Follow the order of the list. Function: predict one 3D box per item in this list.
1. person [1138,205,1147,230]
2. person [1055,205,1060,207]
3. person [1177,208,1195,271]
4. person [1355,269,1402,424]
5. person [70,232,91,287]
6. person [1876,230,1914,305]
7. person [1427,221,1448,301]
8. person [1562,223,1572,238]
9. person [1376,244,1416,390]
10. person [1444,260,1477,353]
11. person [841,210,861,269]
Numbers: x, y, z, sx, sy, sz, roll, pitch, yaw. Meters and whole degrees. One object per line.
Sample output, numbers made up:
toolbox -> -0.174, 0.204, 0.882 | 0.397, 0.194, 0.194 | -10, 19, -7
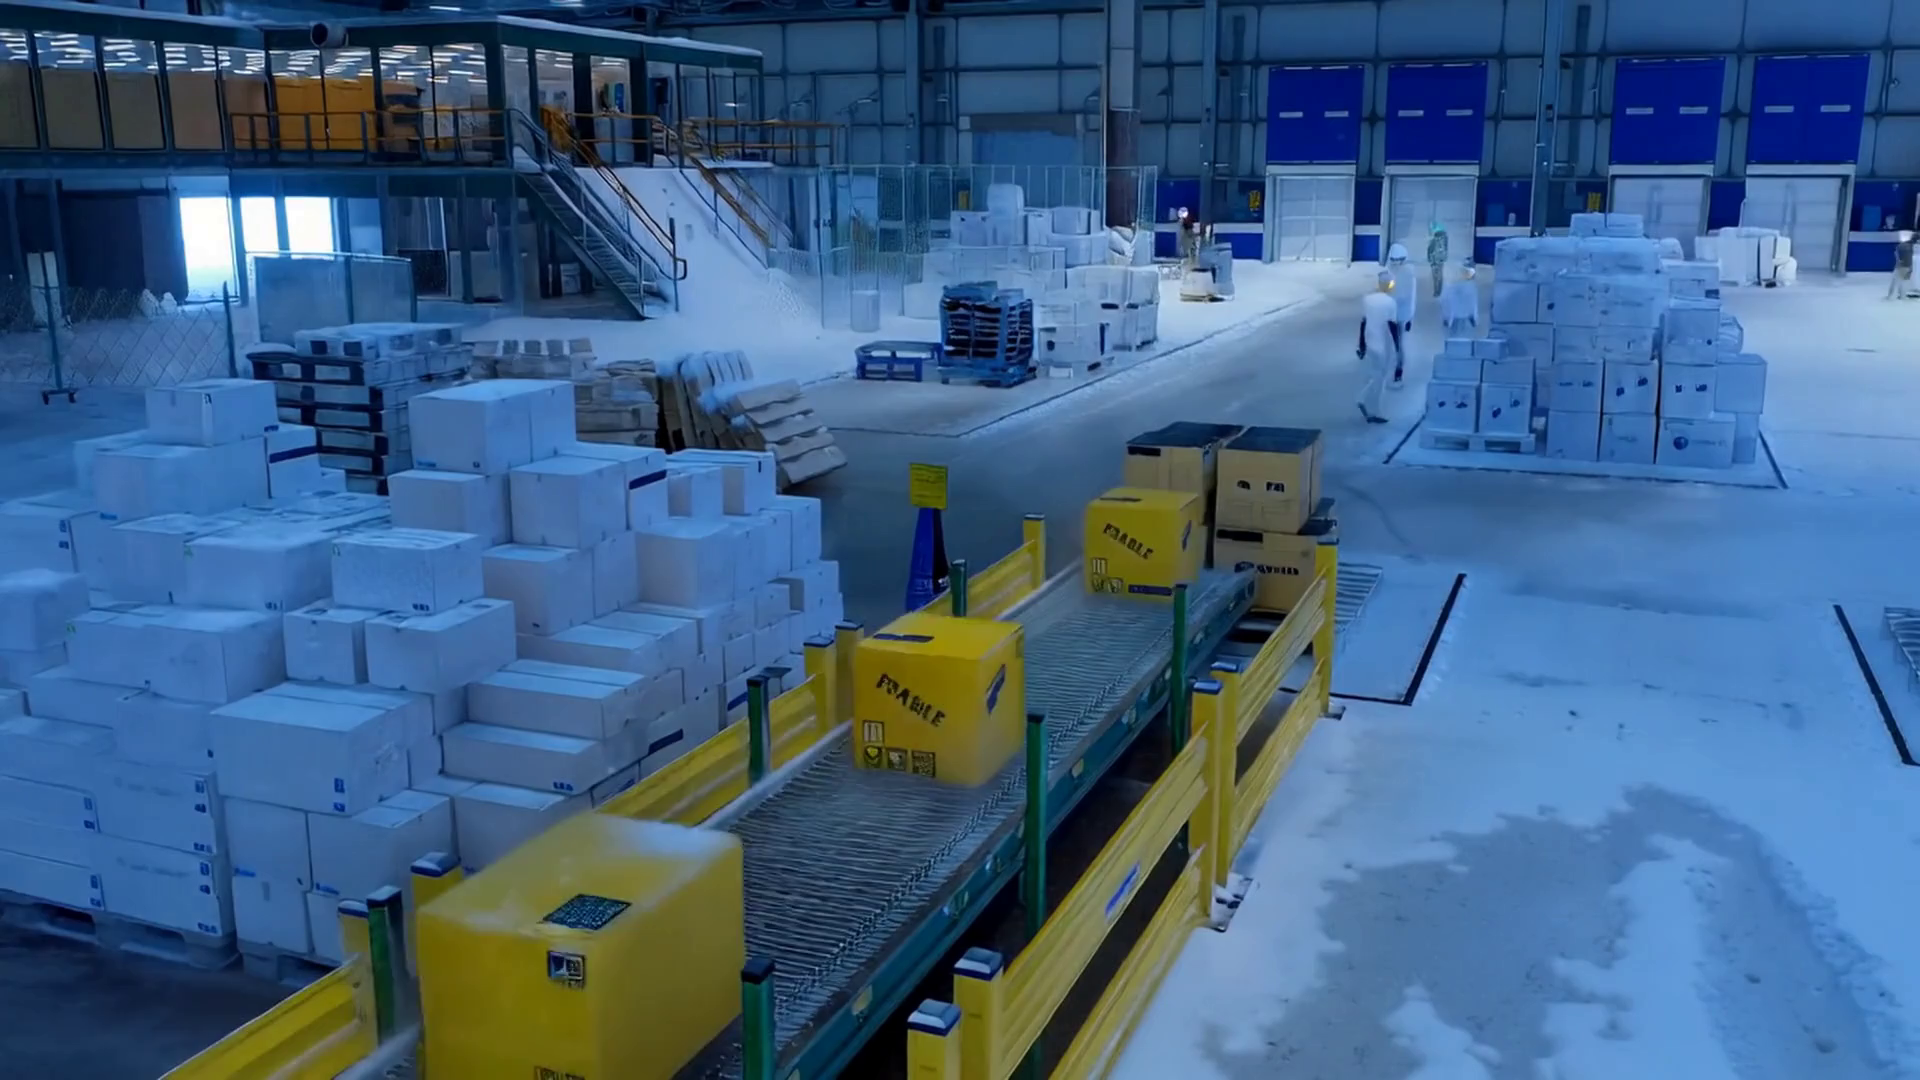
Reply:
person -> 5.607, -9.556, 52.288 | 0.985, 1.894, 0.606 | 7, 14, 29
person -> 3.093, -9.437, 51.691 | 0.631, 1.919, 0.567 | -3, 13, -12
person -> 6.752, -8.962, 49.672 | 0.583, 1.890, 0.987 | -1, 13, -7
person -> 5.015, -2.292, 19.803 | 0.384, 1.847, 0.506 | -6, 14, -26
person -> -21.964, -7.155, 41.485 | 0.657, 1.892, 0.621 | -2, 13, -10
person -> 21.119, -6.122, 37.400 | 0.550, 1.655, 0.831 | -6, 14, -24
person -> 11.029, -6.446, 38.457 | 0.430, 1.841, 0.624 | 7, 15, 30
person -> 13.724, -6.244, 37.457 | 0.652, 1.888, 1.039 | -7, 14, -29
person -> 5.973, -3.073, 22.966 | 0.375, 1.997, 0.611 | -11, 17, -41
person -> 7.247, -3.209, 24.214 | 0.572, 1.722, 0.339 | -10, 16, -39
person -> -3.305, -9.170, 50.727 | 0.635, 1.824, 0.784 | -5, 14, -23
